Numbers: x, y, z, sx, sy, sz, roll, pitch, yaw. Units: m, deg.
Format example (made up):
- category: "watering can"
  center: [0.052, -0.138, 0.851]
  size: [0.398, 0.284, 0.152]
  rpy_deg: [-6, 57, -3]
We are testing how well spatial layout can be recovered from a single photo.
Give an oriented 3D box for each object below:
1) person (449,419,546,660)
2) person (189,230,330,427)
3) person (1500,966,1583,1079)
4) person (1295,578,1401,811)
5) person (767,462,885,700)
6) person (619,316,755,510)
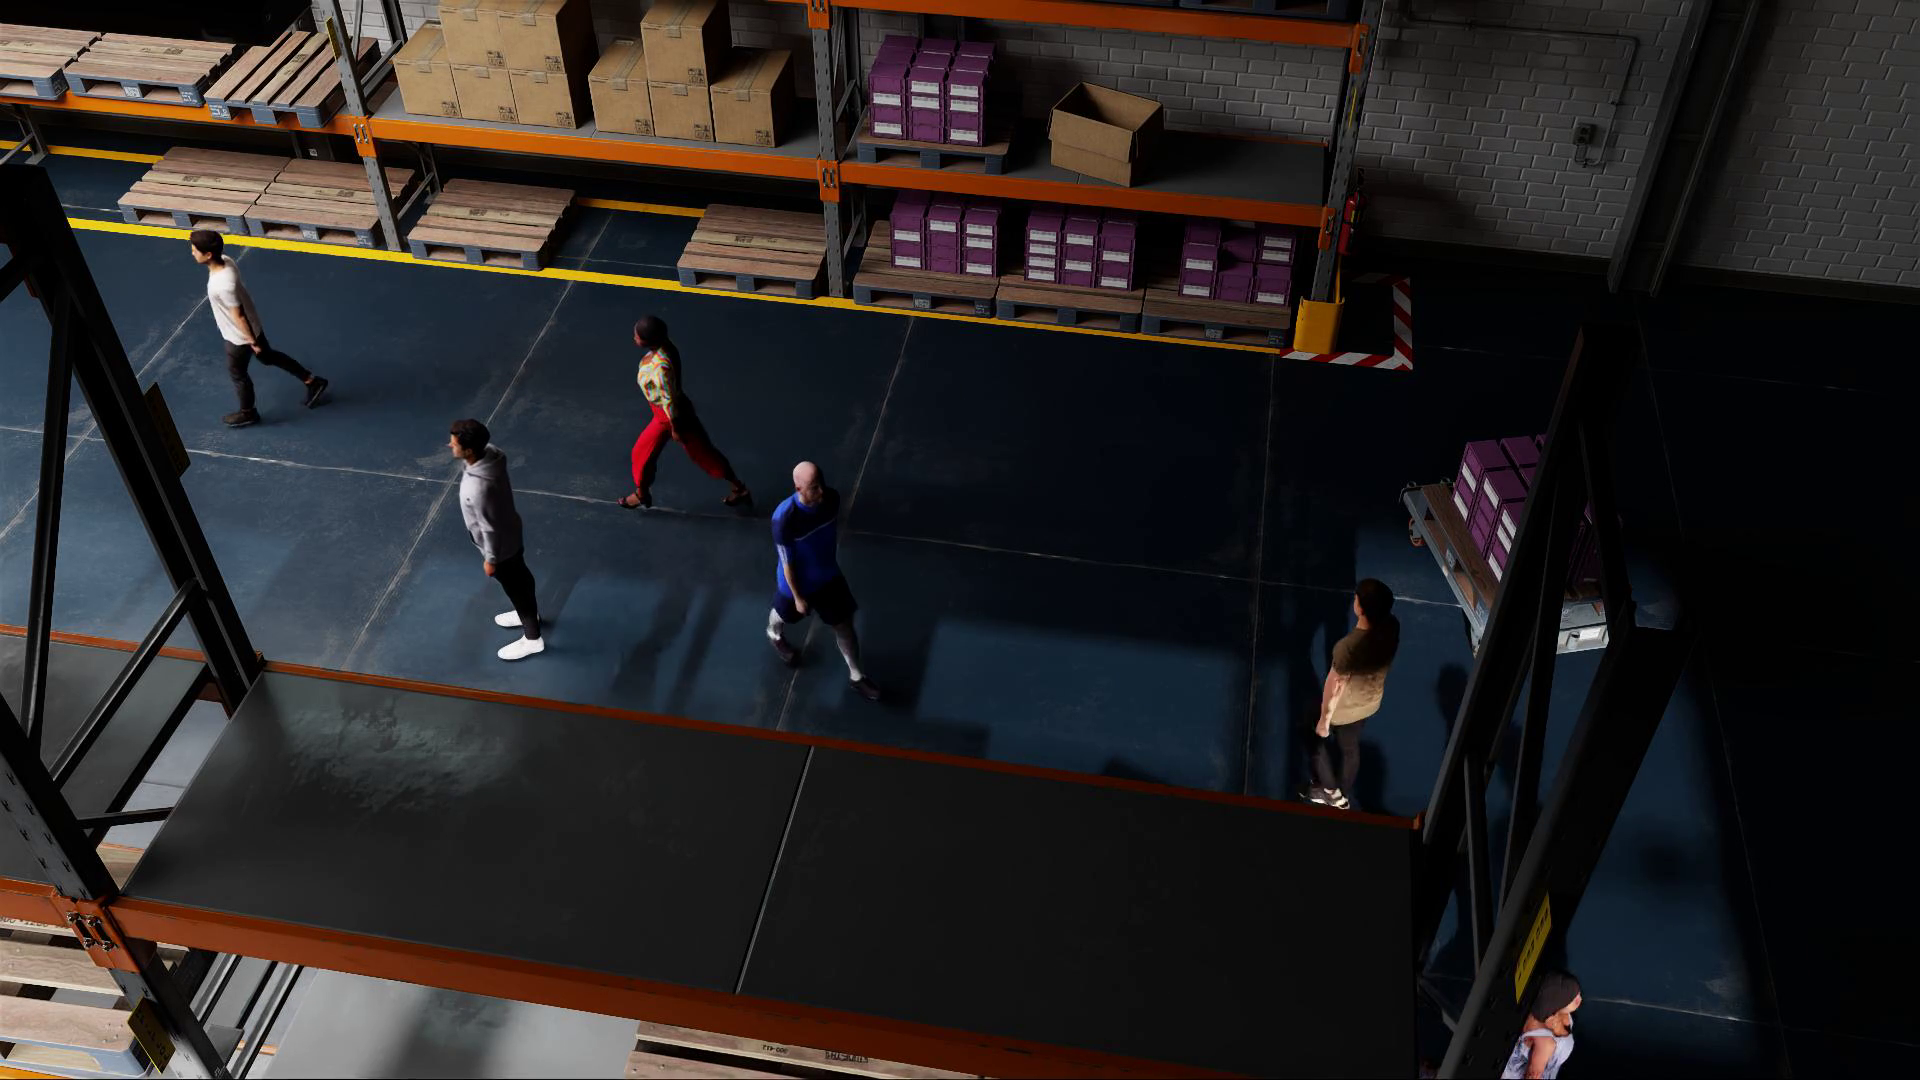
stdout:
- category: "person"
  center: [-2.932, -0.030, 10.635]
  size: [0.732, 1.929, 0.759]
  rpy_deg: [-8, 44, -8]
- category: "person"
  center: [-5.300, -1.613, 12.467]
  size: [1.151, 1.695, 0.923]
  rpy_deg: [-11, 45, -11]
- category: "person"
  center: [2.678, 2.558, 8.100]
  size: [0.955, 1.678, 0.564]
  rpy_deg: [8, 44, 8]
- category: "person"
  center: [2.315, 0.986, 9.634]
  size: [0.790, 1.840, 0.844]
  rpy_deg: [-28, 50, -26]
- category: "person"
  center: [-1.013, 0.205, 10.484]
  size: [1.139, 1.797, 1.278]
  rpy_deg: [-33, 52, -29]
- category: "person"
  center: [-1.908, -0.818, 11.605]
  size: [1.251, 1.732, 0.744]
  rpy_deg: [2, 44, 2]
